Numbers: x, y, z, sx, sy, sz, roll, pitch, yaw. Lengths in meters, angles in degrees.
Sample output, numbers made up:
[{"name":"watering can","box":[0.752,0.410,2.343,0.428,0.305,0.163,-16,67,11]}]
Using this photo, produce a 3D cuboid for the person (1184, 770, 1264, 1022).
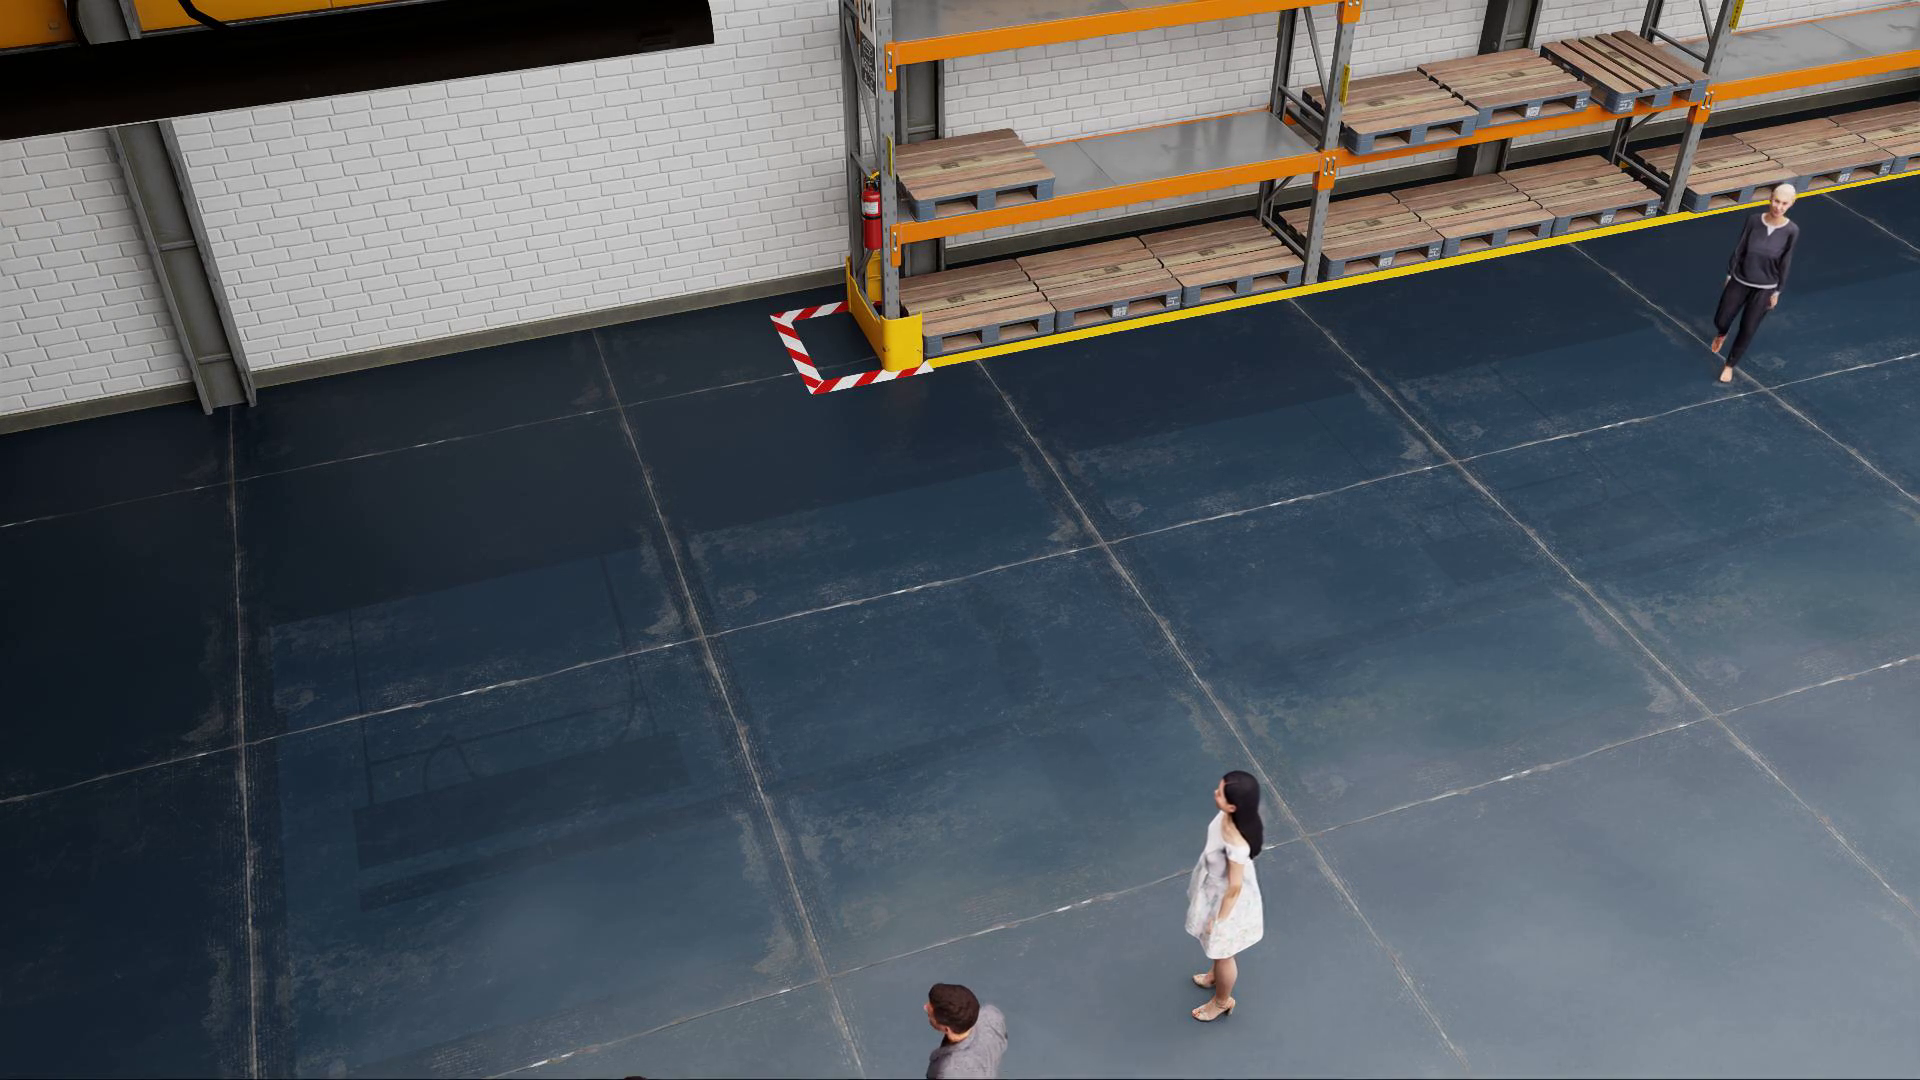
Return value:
[{"name":"person","box":[1.354,1.830,8.530,0.799,1.774,0.767,7,39,8]}]

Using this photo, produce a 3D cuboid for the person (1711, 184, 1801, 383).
[{"name":"person","box":[6.483,-2.135,13.545,0.827,1.712,0.895,21,43,24]}]

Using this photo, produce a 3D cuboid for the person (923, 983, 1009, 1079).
[{"name":"person","box":[0.098,2.645,7.450,1.021,1.847,0.974,22,44,25]}]
